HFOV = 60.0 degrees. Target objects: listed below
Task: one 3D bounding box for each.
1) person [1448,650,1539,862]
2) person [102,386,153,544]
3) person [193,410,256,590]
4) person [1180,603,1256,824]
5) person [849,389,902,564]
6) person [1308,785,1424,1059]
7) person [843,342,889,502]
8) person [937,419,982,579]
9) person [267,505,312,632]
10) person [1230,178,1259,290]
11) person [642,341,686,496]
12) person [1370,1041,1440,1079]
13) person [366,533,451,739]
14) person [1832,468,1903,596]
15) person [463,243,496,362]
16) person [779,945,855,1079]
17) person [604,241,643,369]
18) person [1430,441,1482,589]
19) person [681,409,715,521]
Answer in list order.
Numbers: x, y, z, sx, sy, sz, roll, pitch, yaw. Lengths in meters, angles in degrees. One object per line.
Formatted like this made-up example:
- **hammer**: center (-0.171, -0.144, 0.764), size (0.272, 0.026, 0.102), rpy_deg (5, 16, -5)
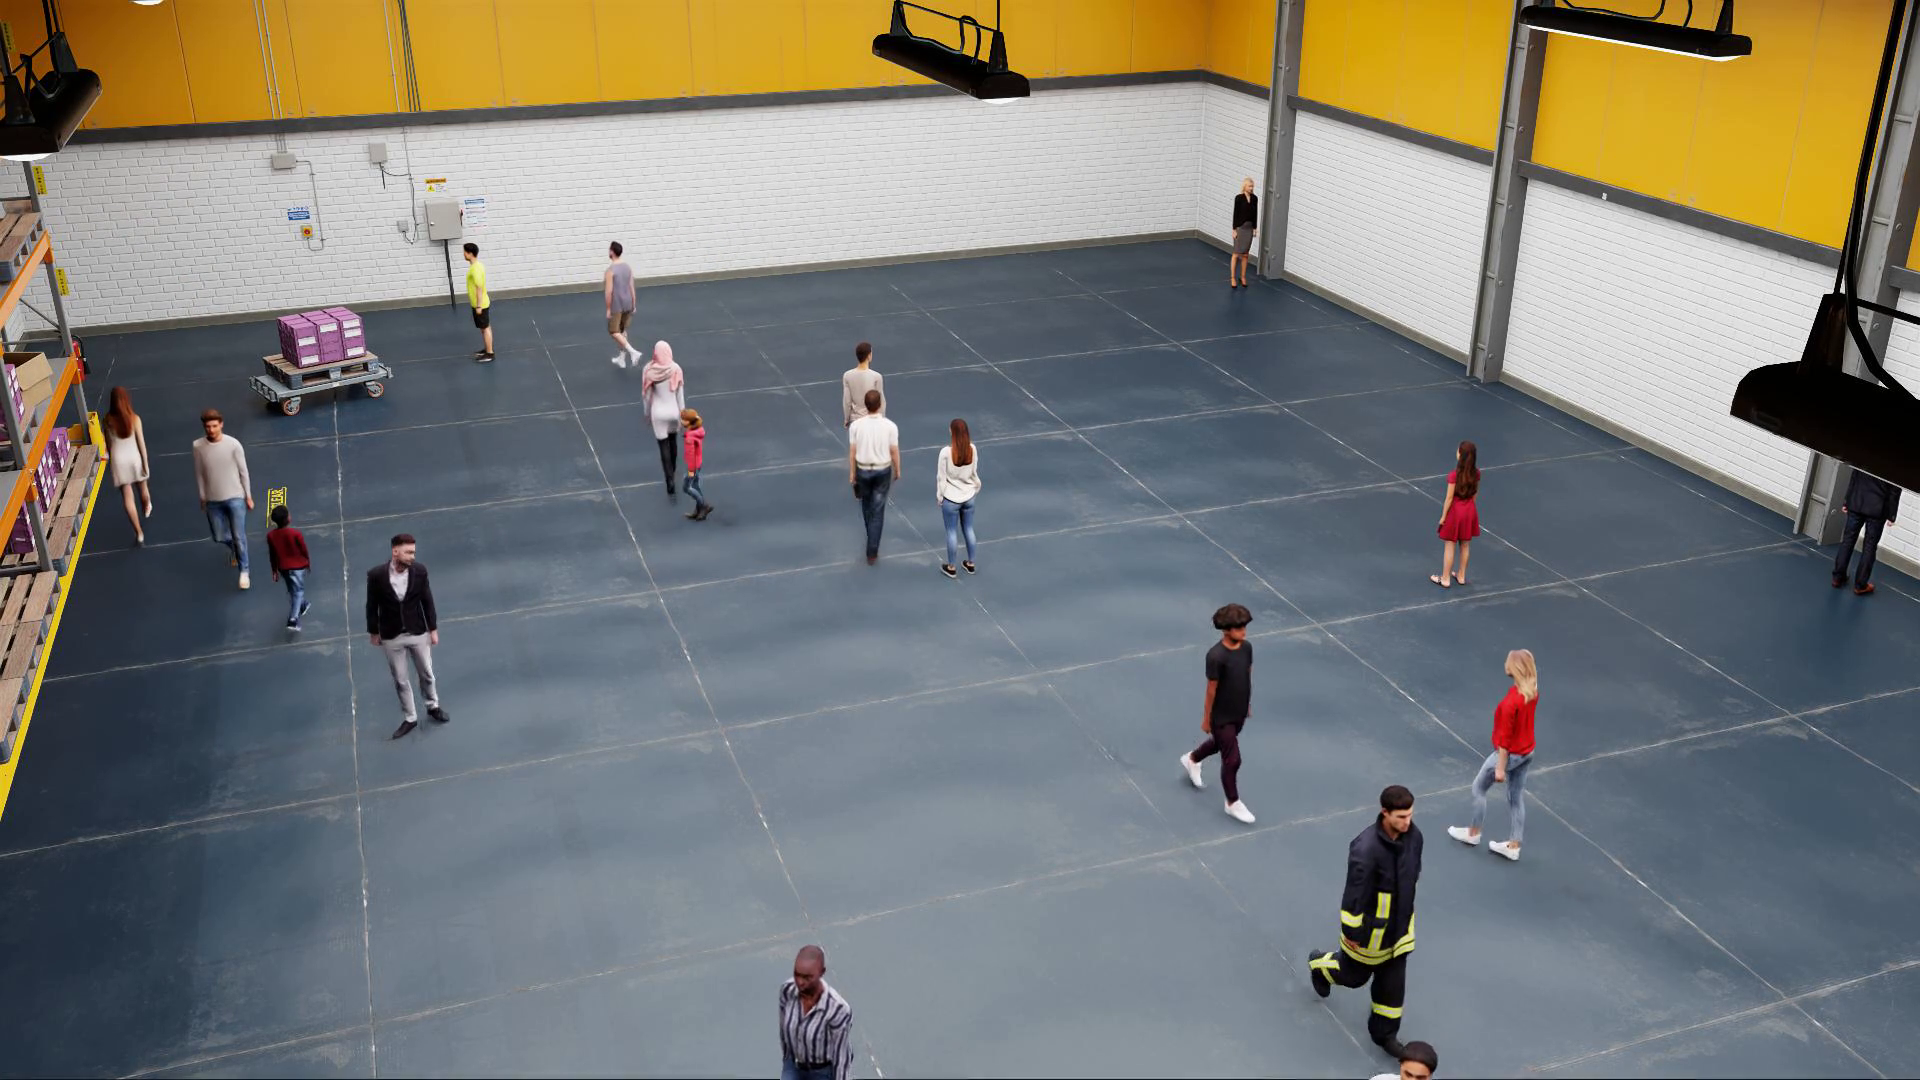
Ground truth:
- **person**: center (4.173, 1.640, 12.376), size (0.817, 1.687, 0.905), rpy_deg (-21, 31, -40)
- **person**: center (-8.974, -0.772, 17.940), size (0.601, 1.649, 1.180), rpy_deg (-10, 25, -21)
- **person**: center (-7.470, -0.458, 16.928), size (0.745, 1.884, 0.929), rpy_deg (-5, 24, -10)
- **person**: center (2.048, 1.294, 13.077), size (0.908, 1.758, 1.167), rpy_deg (-21, 31, -39)
- **person**: center (-0.917, -0.636, 17.410), size (0.944, 1.824, 1.157), rpy_deg (2, 24, 4)
- **person**: center (2.596, 2.328, 10.532), size (0.882, 1.902, 1.149), rpy_deg (-13, 27, -27)
- **person**: center (-1.087, -1.344, 18.984), size (0.750, 1.861, 0.765), rpy_deg (5, 24, 11)
- **person**: center (-0.012, -0.437, 17.121), size (0.634, 1.692, 0.588), rpy_deg (-12, 26, -25)
- **person**: center (-6.463, 0.282, 16.035), size (0.736, 1.244, 0.955), rpy_deg (2, 24, 4)
- **person**: center (4.688, -5.088, 27.574), size (0.595, 1.842, 0.532), rpy_deg (-9, 25, -20)
- **person**: center (-3.383, -1.374, 19.177), size (0.732, 1.761, 1.229), rpy_deg (-6, 24, -13)
- **person**: center (2.290, 3.249, 8.645), size (0.780, 1.725, 0.828), rpy_deg (9, 25, 19)
- **person**: center (-4.745, 0.801, 14.131), size (0.704, 1.818, 0.581), rpy_deg (-2, 24, -4)
- **person**: center (9.147, -0.330, 16.743), size (0.807, 1.798, 0.665), rpy_deg (-19, 30, -37)
- **person**: center (-6.922, -3.444, 23.981), size (0.704, 1.708, 0.488), rpy_deg (-6, 24, -12)
- **person**: center (-0.758, 2.967, 9.252), size (1.065, 1.757, 1.113), rpy_deg (12, 26, 25)
- **person**: center (-4.740, -3.265, 23.341), size (1.074, 1.836, 0.907), rpy_deg (20, 30, 38)
- **person**: center (5.083, -0.272, 16.914), size (0.524, 1.554, 0.586), rpy_deg (-8, 25, -19)
- **person**: center (-2.895, -0.821, 18.477), size (0.684, 1.309, 0.609), rpy_deg (1, 24, 3)
